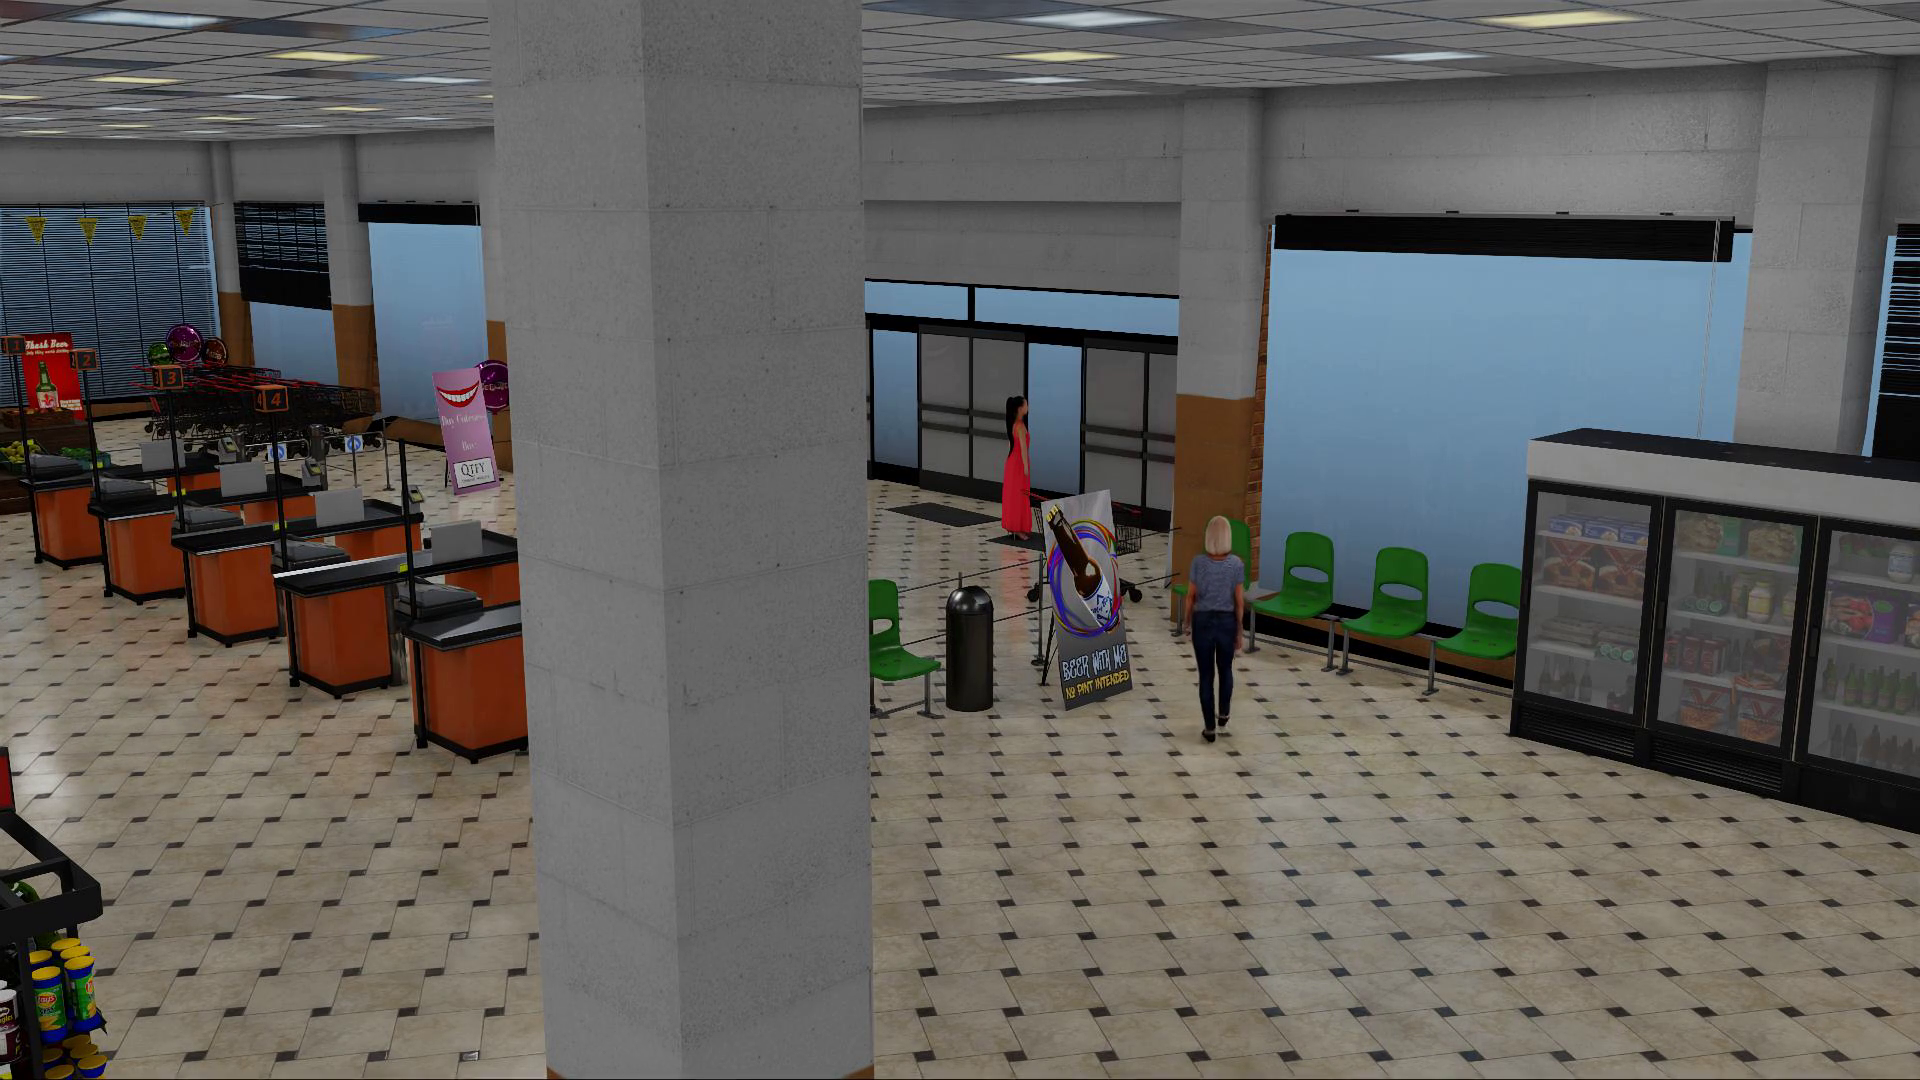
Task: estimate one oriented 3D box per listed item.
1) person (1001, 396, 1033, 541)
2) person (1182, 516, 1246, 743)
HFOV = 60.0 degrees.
[{"bbox_3d":[0.691,-0.864,19.866,0.710,1.727,0.703,-4,13,-19],"label":"person"},{"bbox_3d":[1.924,0.694,12.535,0.885,1.699,0.958,0,12,1],"label":"person"}]
